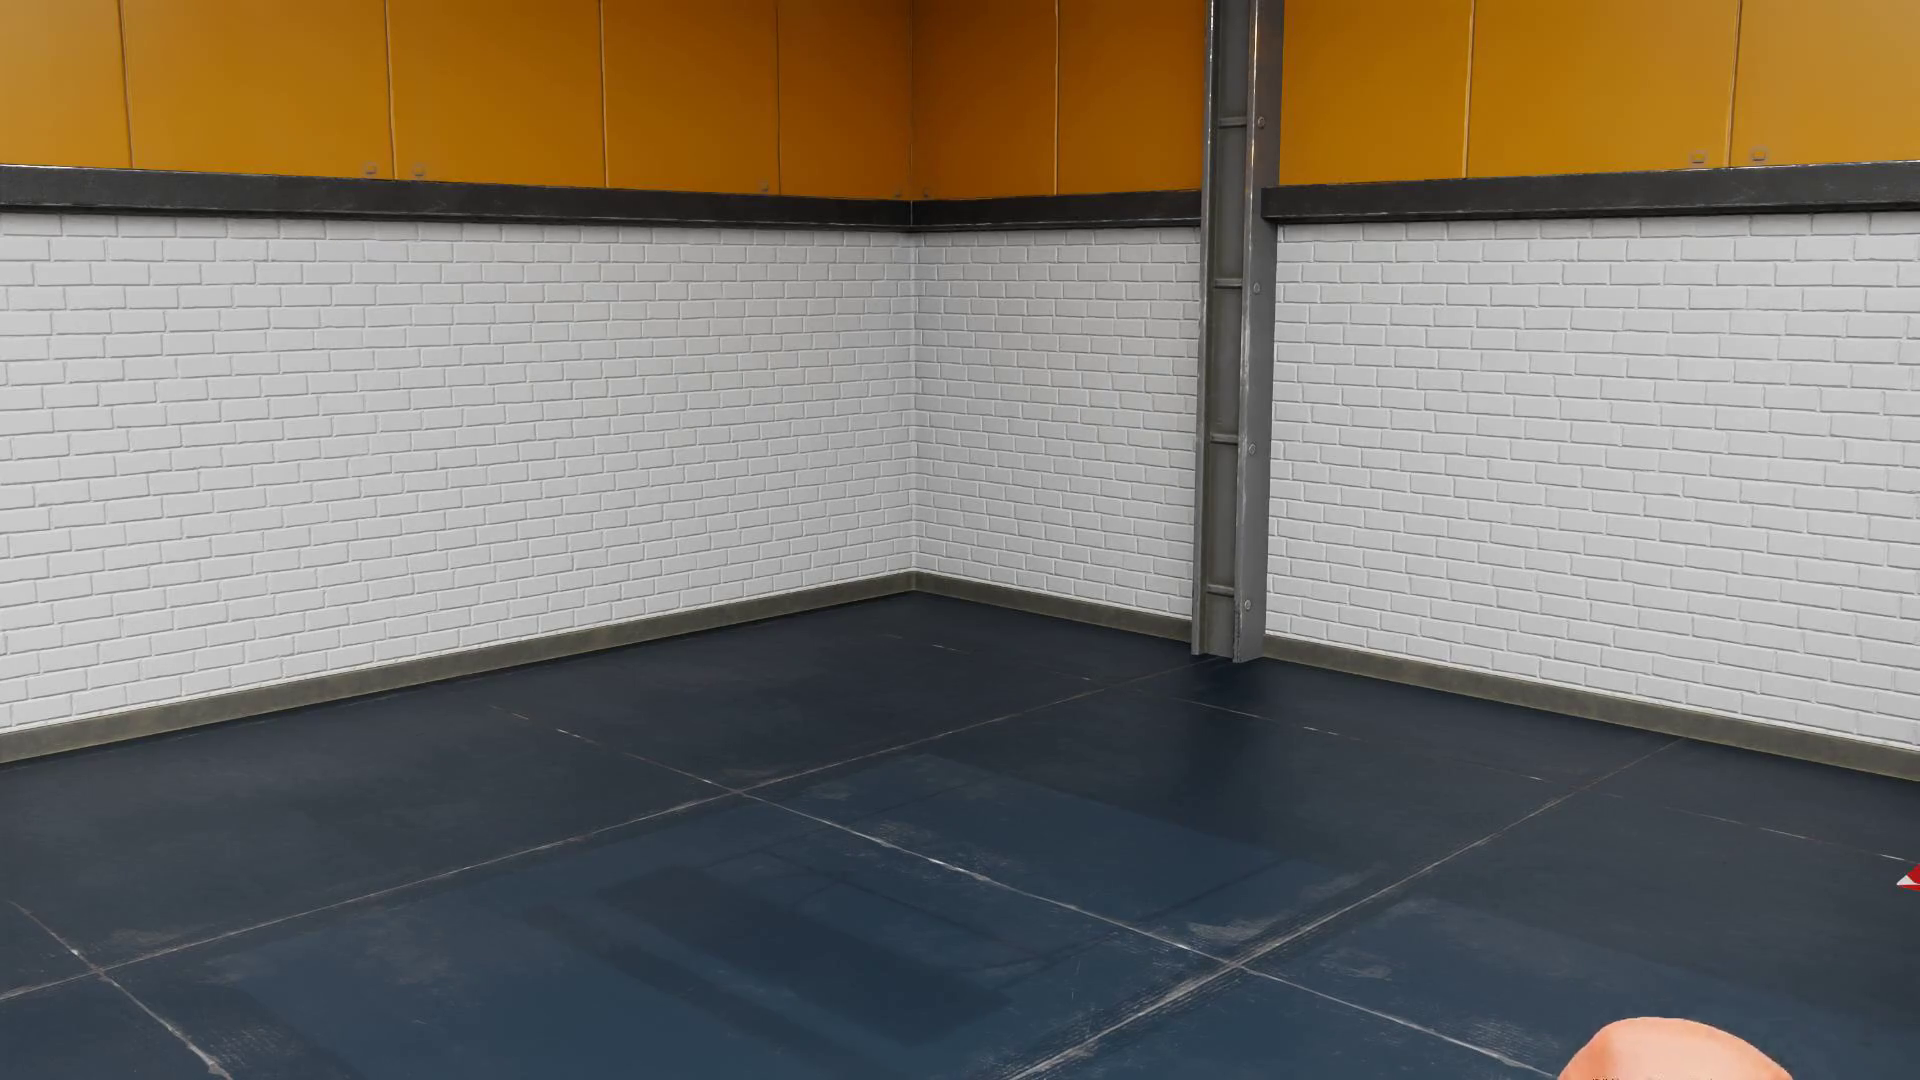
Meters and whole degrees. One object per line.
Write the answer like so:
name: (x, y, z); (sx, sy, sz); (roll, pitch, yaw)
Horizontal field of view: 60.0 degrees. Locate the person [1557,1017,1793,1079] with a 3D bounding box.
person: (0.695, 1.395, 1.614); (0.426, 1.921, 0.587); (0, 9, 0)
